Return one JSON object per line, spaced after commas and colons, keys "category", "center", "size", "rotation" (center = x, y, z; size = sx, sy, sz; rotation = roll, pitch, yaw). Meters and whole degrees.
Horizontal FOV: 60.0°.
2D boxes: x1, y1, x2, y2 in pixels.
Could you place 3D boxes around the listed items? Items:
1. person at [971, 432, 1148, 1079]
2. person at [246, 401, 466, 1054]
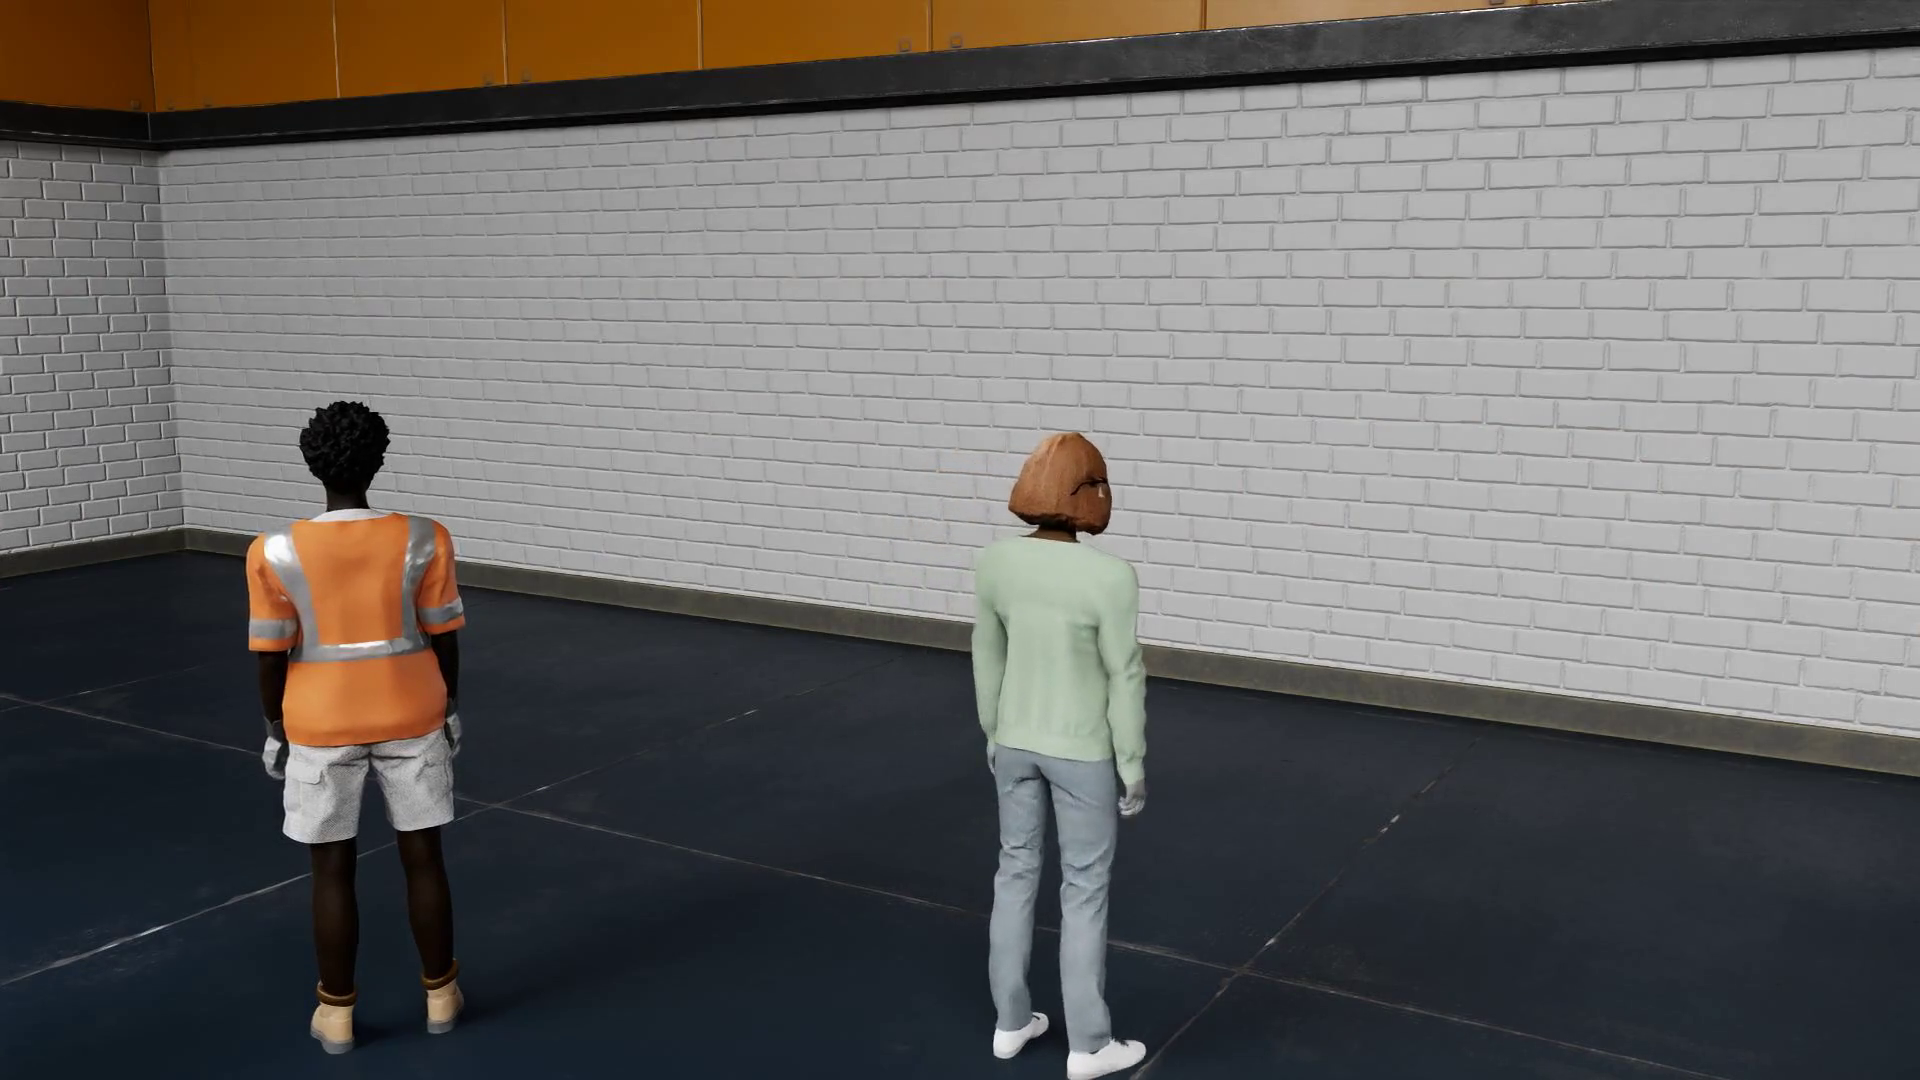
{"category": "person", "center": [0.252, 0.543, 4.203], "size": [0.505, 1.632, 0.269], "rotation": [7, 12, 38]}
{"category": "person", "center": [-1.553, 0.488, 4.341], "size": [0.530, 1.697, 0.321], "rotation": [-4, 10, -23]}
